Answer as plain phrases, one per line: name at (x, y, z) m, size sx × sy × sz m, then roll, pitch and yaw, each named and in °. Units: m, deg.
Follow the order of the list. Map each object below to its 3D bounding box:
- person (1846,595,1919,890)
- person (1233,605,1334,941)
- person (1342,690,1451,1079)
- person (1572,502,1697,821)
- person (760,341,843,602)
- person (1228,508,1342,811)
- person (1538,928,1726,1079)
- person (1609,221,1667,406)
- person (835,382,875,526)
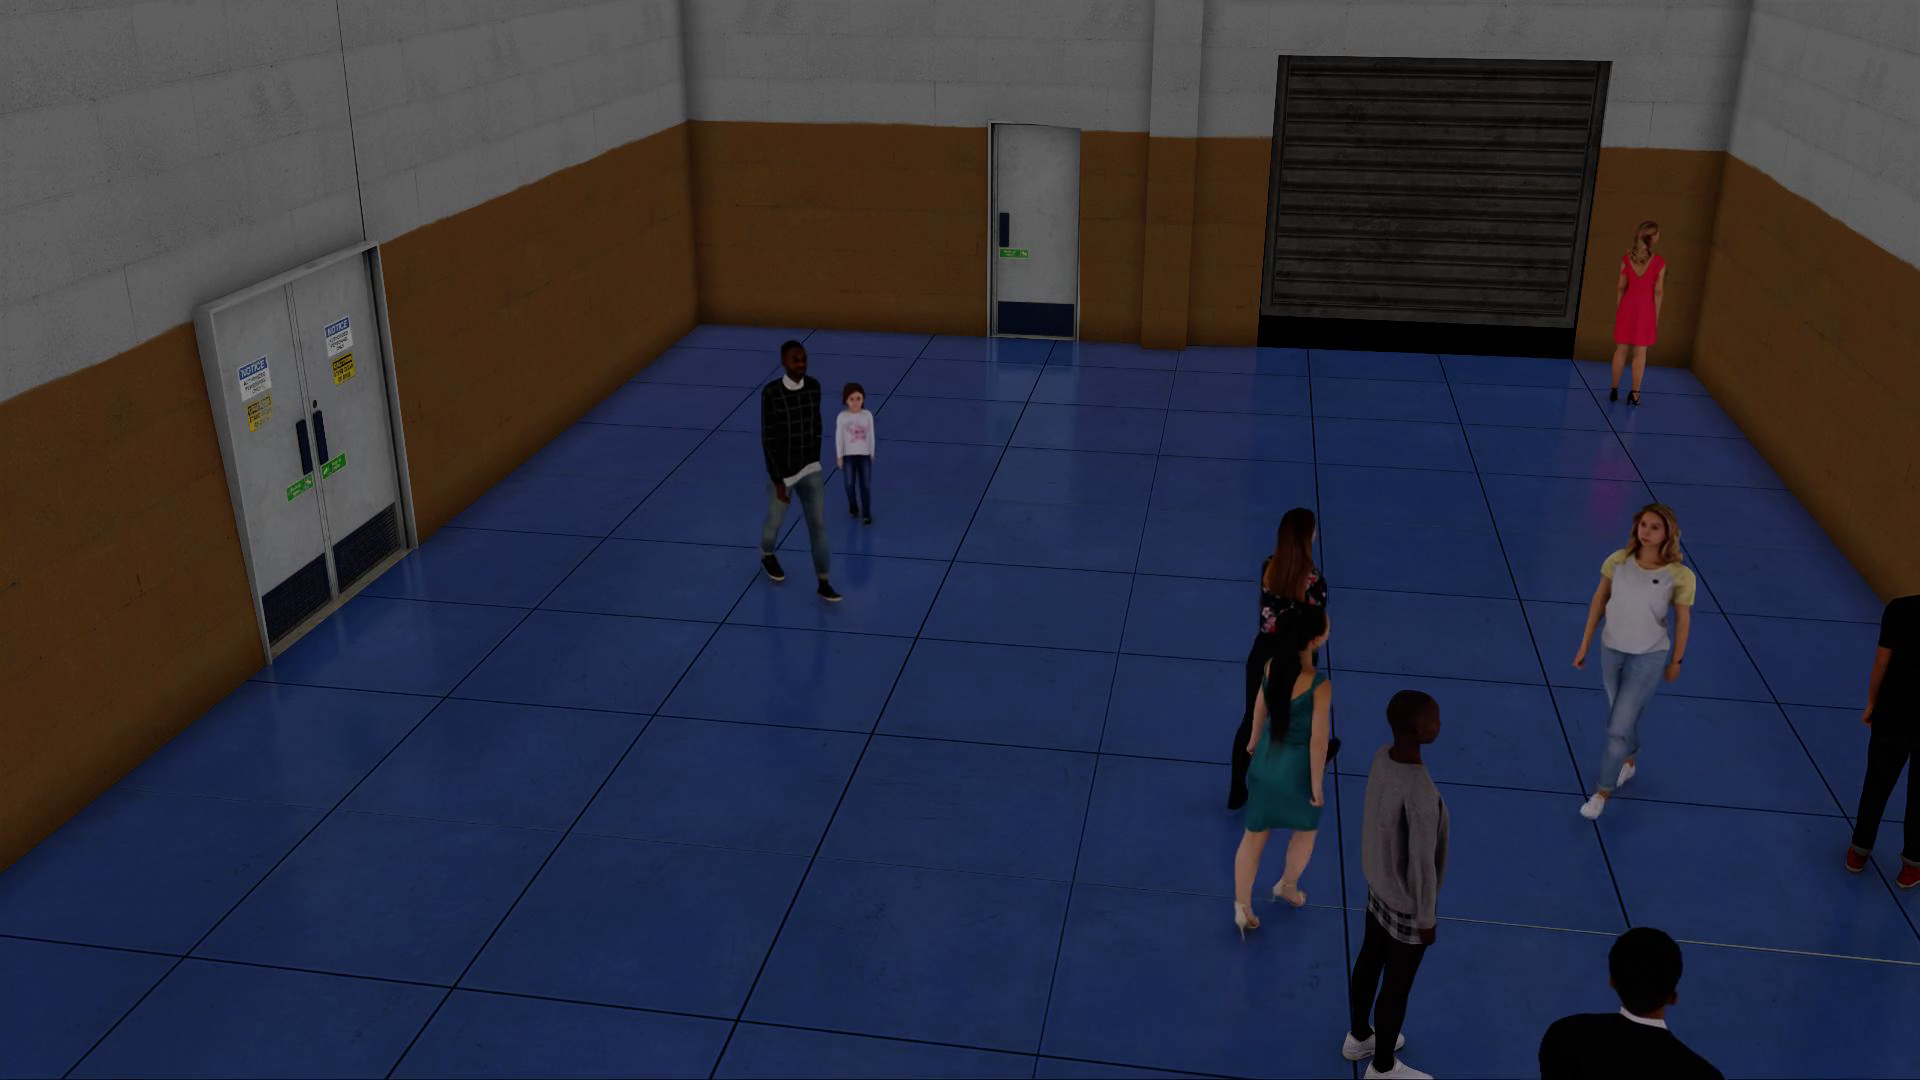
person at (4.648, 0.855, 8.066) m, size 0.683 × 1.758 × 0.784 m, roll 18°, pitch 28°, yaw 38°
person at (1.446, 1.101, 7.583) m, size 0.875 × 1.661 × 0.941 m, roll 20°, pitch 29°, yaw 40°
person at (1.751, 1.401, 6.688) m, size 0.661 × 1.772 × 0.683 m, roll -4°, pitch 22°, yaw -10°
person at (3.593, 0.590, 8.798) m, size 1.045 × 1.689 × 1.058 m, roll -19°, pitch 29°, yaw -40°
person at (-1.197, -0.495, 11.400) m, size 1.198 × 1.778 × 1.220 m, roll -13°, pitch 25°, yaw -29°
person at (1.638, 0.668, 8.704) m, size 1.108 × 1.630 × 1.051 m, roll 20°, pitch 29°, yaw 40°
person at (1.925, 2.042, 4.974) m, size 1.150 × 1.862 × 1.103 m, roll 17°, pitch 28°, yaw 36°
person at (6.295, -2.108, 15.484) m, size 0.726 × 1.727 × 0.642 m, roll -20°, pitch 29°, yaw -41°
person at (-0.812, -0.687, 12.802) m, size 0.739 × 1.089 × 0.659 m, roll -3°, pitch 22°, yaw -8°
